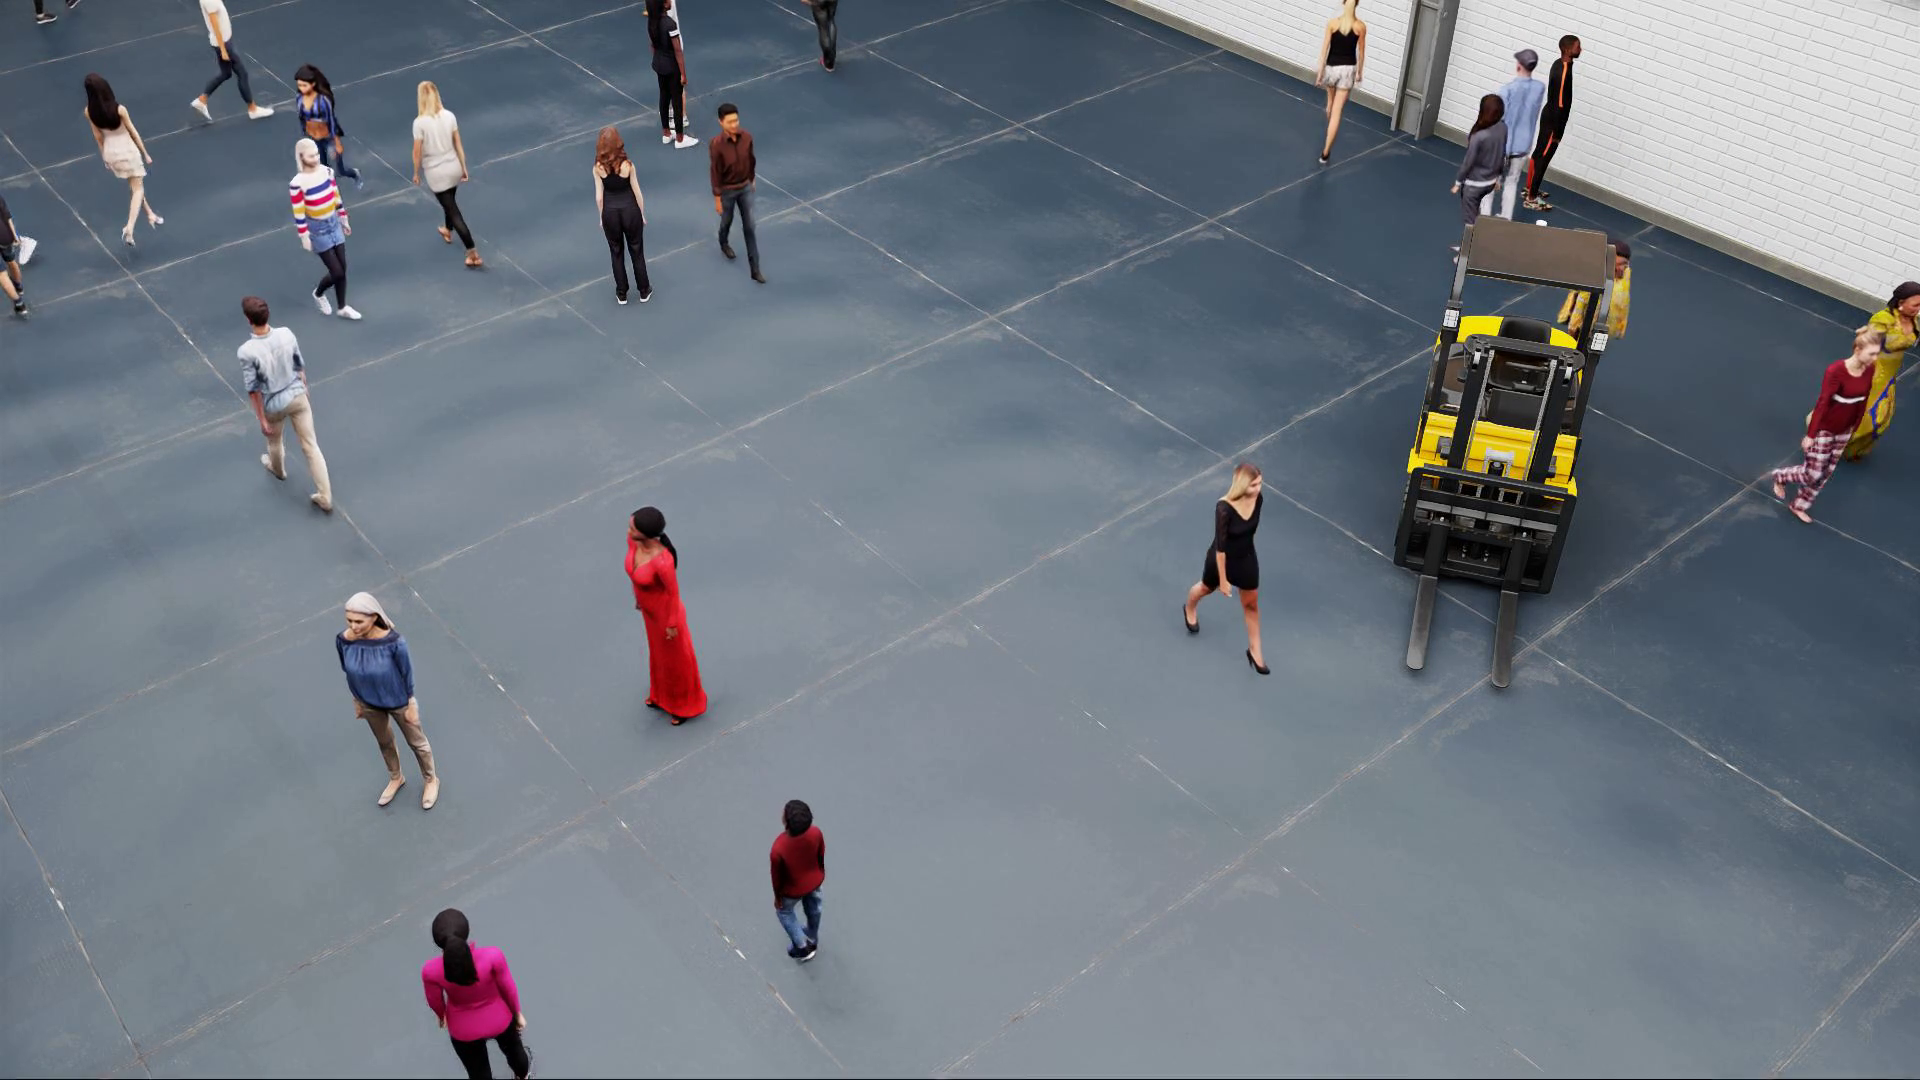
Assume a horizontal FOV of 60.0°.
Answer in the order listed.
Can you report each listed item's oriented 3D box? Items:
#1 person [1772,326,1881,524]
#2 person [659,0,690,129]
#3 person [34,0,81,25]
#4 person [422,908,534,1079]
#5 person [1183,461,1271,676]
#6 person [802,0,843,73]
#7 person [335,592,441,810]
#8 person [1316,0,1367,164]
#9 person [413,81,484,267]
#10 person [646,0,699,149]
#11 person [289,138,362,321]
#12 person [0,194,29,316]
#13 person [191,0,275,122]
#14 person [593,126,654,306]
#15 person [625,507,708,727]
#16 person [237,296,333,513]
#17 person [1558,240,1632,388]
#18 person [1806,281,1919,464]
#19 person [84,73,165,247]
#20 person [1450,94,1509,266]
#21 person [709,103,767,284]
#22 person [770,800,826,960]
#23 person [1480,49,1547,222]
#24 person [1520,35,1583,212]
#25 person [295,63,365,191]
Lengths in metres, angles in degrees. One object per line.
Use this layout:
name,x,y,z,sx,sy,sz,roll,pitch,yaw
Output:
person,6.662,-0.907,12.828,0.766,1.691,0.811,-11,40,-14
person,-3.222,-5.513,18.463,0.824,1.856,0.690,-8,39,-9
person,-11.695,-7.314,20.911,0.955,1.616,0.744,25,45,28
person,-2.455,2.524,8.535,0.763,1.697,0.884,-10,40,-12
person,1.821,0.126,11.590,0.701,1.620,1.114,-20,43,-23
person,-1.574,-6.426,19.663,0.729,1.796,0.719,-19,42,-22
person,-3.596,0.999,10.444,0.701,1.698,0.763,3,39,4
person,4.060,-4.948,17.811,1.218,1.788,1.107,12,40,15
person,-4.904,-3.454,15.946,0.657,1.779,1.169,-30,47,-32
person,-3.167,-5.136,18.093,0.526,1.729,0.698,30,47,32
person,-5.850,-2.836,15.158,0.847,1.797,0.801,18,42,22
person,-8.907,-2.744,15.351,0.550,1.413,0.945,-29,47,-31
person,-8.298,-5.484,18.481,0.785,1.789,1.036,-19,43,-23
person,-3.140,-3.001,15.404,0.660,1.748,0.682,-5,39,-7
person,-1.965,0.484,11.019,0.696,1.784,0.540,-30,47,-32
person,-5.180,-1.005,12.853,0.697,1.813,1.128,-30,48,-32
person,5.329,-1.831,14.034,0.757,1.631,0.798,-24,45,-27
person,7.334,-1.392,13.478,0.798,1.648,0.913,-19,43,-23
person,-8.221,-3.698,16.306,0.988,1.713,1.041,3,39,4
person,5.020,-3.380,15.871,0.649,1.757,0.656,-23,44,-26
person,-2.192,-3.354,15.859,0.761,1.731,1.168,-23,44,-26
person,-0.893,1.989,9.555,0.526,1.250,0.529,-25,45,-28
person,5.462,-3.940,16.471,0.737,1.885,0.749,-5,39,-7
person,6.031,-4.270,16.945,0.732,1.808,0.695,7,39,8
person,-6.403,-4.055,16.836,0.924,1.609,0.953,8,39,10
